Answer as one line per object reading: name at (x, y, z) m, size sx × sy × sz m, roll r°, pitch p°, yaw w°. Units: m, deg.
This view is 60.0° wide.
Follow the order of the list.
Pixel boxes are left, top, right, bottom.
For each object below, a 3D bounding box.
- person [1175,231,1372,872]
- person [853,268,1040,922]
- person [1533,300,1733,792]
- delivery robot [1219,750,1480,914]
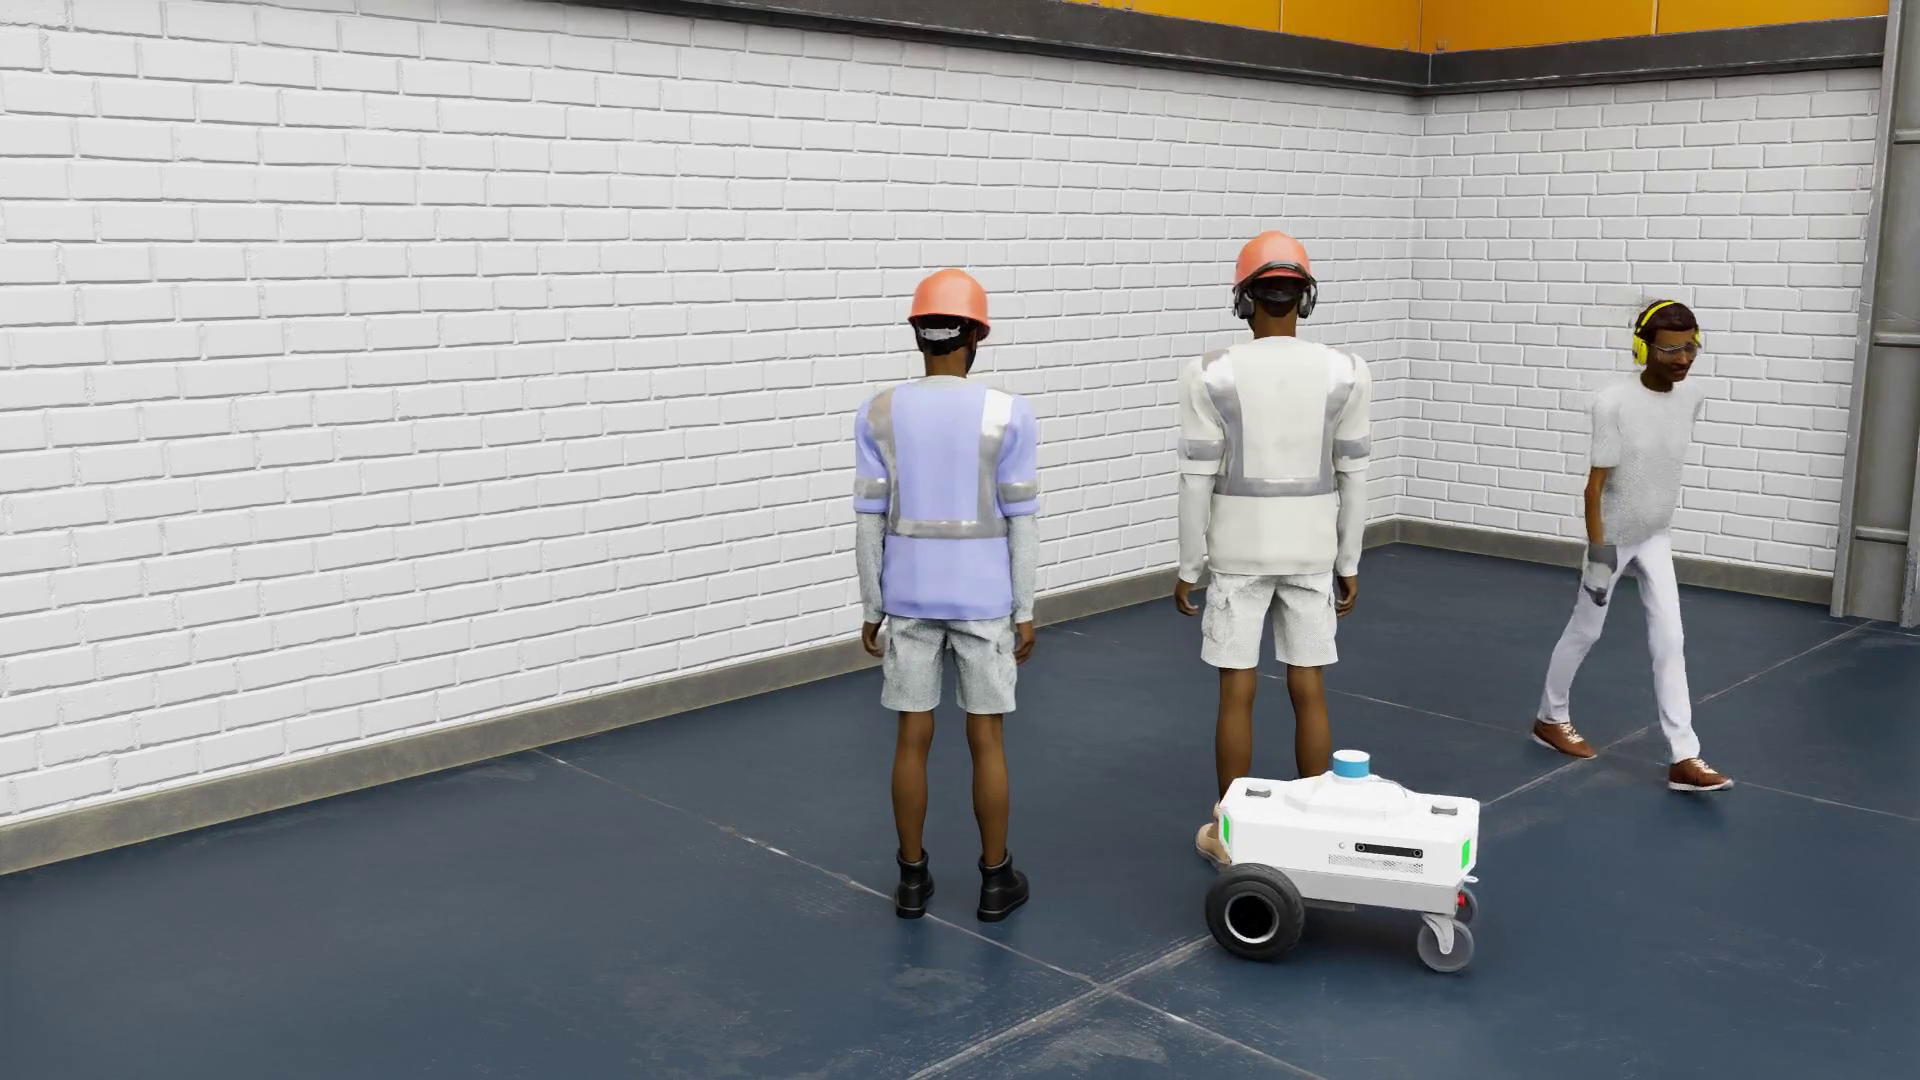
person at (0.974, 0.053, 5.278) m, size 0.604 × 2.034 × 0.386 m, roll 0°, pitch 10°, yaw -3°
person at (-0.032, 0.173, 4.916) m, size 0.546 × 1.926 × 0.388 m, roll 2°, pitch 11°, yaw 11°
person at (2.516, 0.016, 6.142) m, size 0.553 × 1.788 × 0.990 m, roll -3°, pitch 11°, yaw -17°
delivery robot at (1.109, 0.842, 4.733) m, size 0.707 × 0.478 × 0.477 m, roll 4°, pitch 12°, yaw 19°
